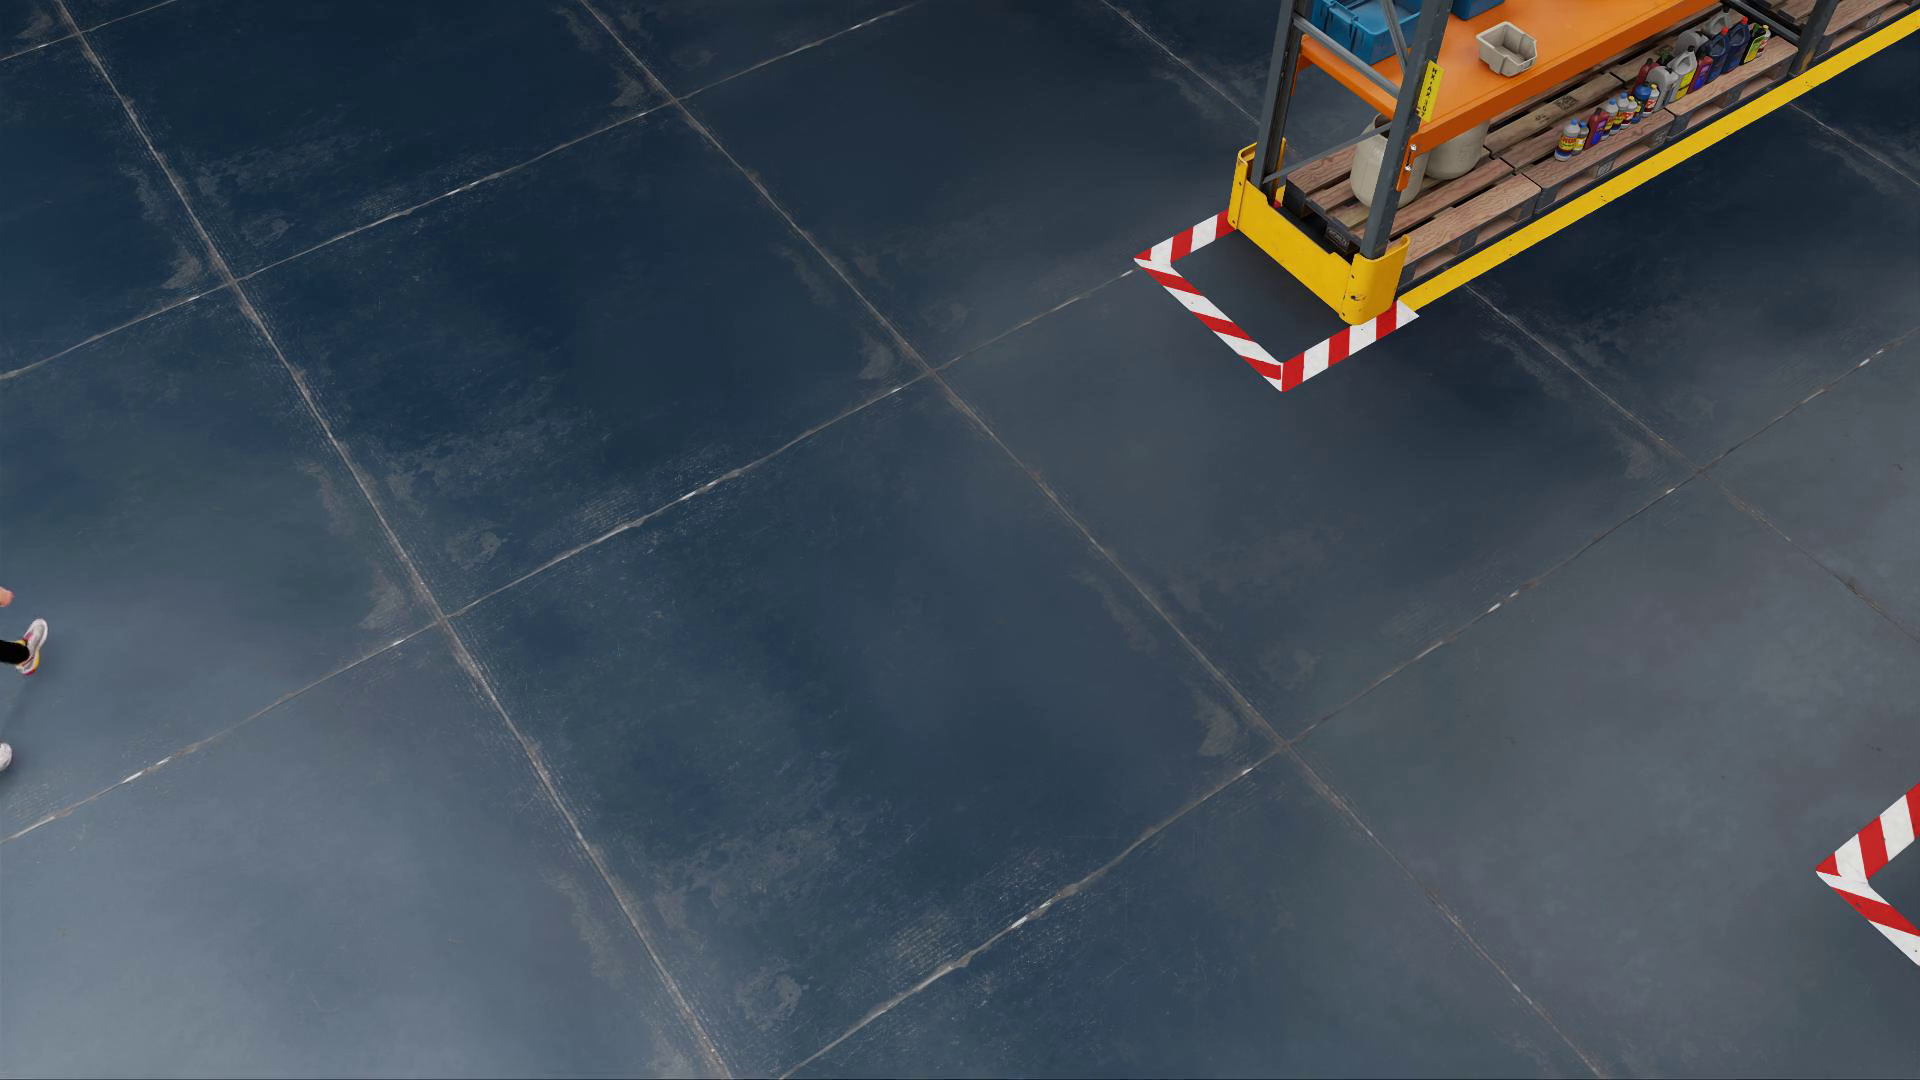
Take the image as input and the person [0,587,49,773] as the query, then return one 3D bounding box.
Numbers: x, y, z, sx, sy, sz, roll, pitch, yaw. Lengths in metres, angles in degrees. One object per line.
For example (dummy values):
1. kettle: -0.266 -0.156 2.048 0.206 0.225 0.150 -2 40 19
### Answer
1. person: -4.547 0.447 7.295 1.147 1.717 1.211 8 53 6
